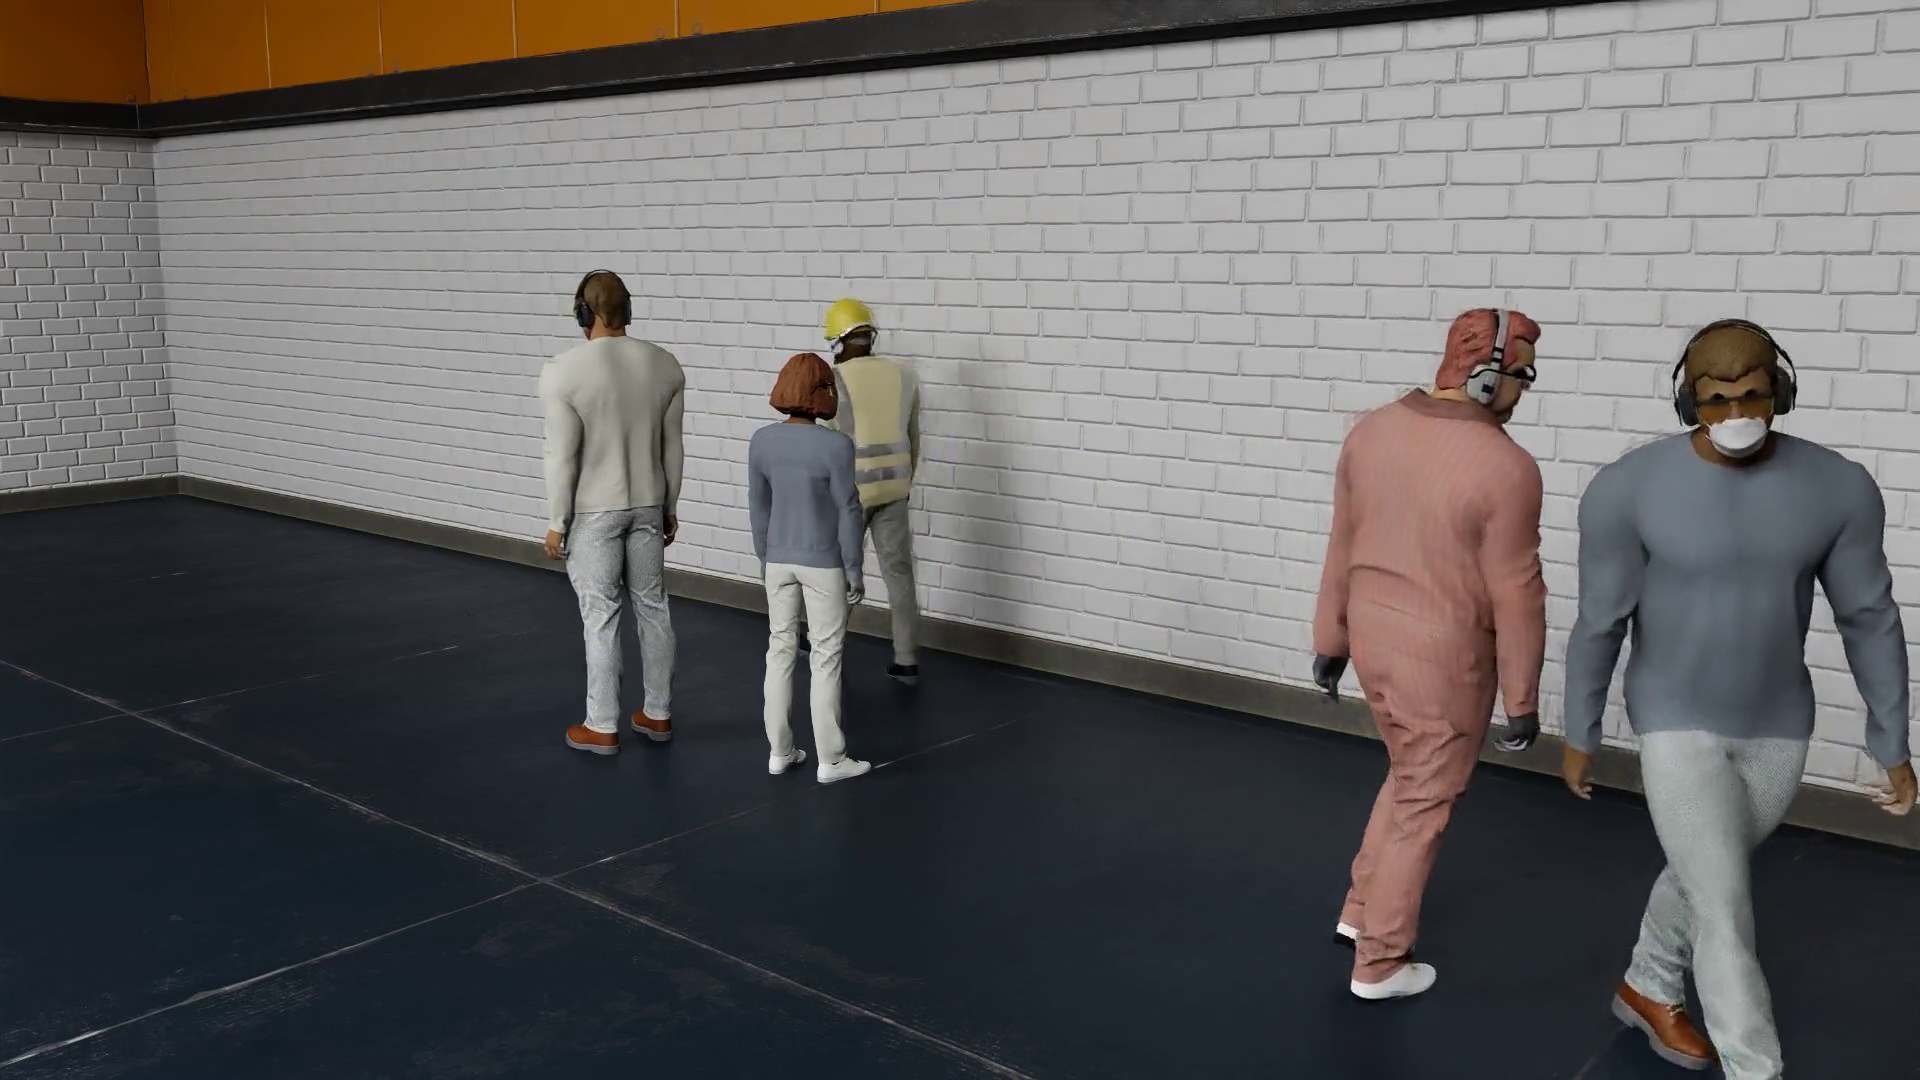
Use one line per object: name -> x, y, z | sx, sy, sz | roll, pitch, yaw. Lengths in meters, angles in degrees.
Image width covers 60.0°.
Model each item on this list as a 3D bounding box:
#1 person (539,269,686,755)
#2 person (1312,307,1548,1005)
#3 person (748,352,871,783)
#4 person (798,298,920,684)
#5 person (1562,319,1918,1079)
person -> -1.392, -0.108, 6.689 | 0.631, 1.939, 0.372 | -9, 13, -42
person -> 1.278, 0.330, 4.381 | 0.525, 1.874, 0.685 | -5, 11, -27
person -> -0.575, 0.107, 6.331 | 0.500, 1.633, 0.280 | 6, 12, 30
person -> -0.469, -0.233, 7.868 | 0.665, 1.787, 0.851 | -6, 11, -30
person -> 1.748, 0.440, 3.785 | 0.715, 1.874, 0.996 | 0, 10, 1
